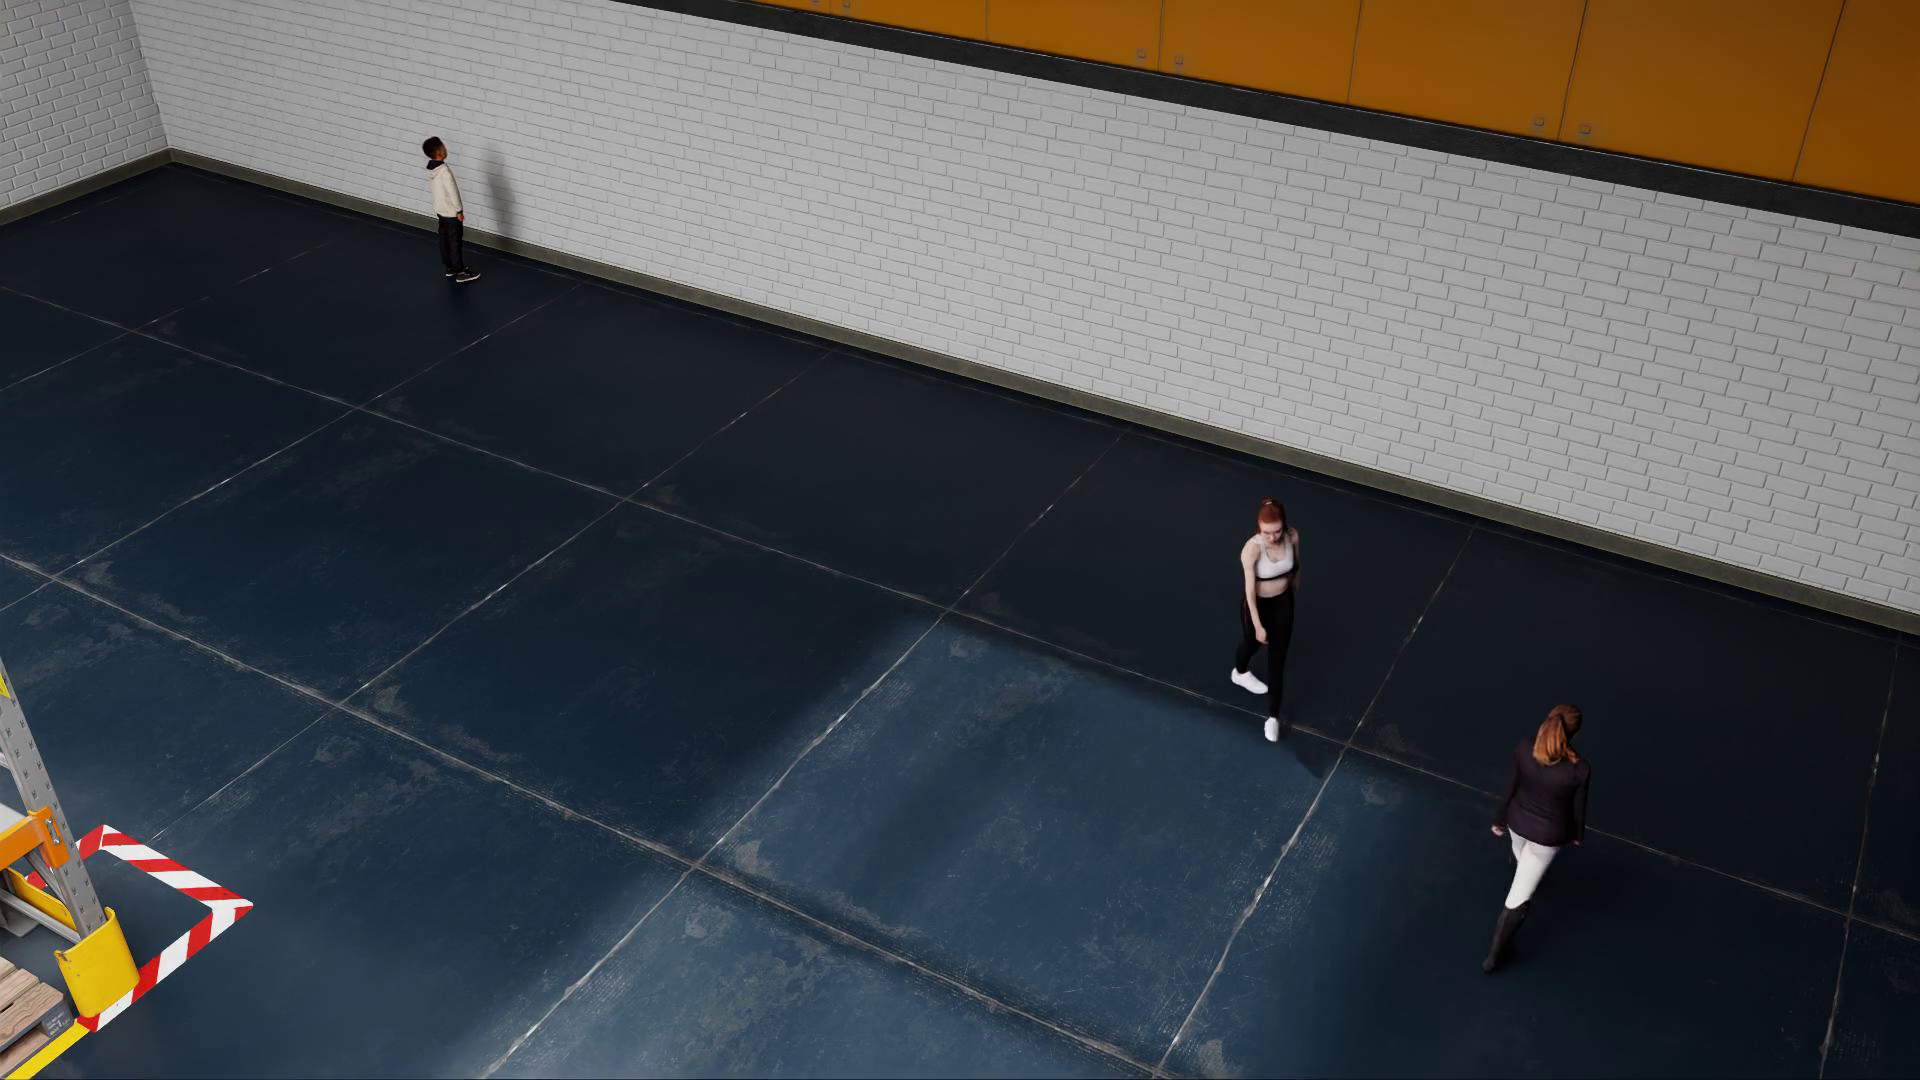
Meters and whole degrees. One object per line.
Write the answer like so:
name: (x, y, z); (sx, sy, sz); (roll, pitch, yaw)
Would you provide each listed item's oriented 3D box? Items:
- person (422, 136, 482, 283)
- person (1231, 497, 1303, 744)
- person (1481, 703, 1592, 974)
person: (-5.068, -3.272, 16.417); (0.614, 1.459, 0.634); (-28, 42, -35)
person: (1.943, 0.400, 10.678); (1.074, 1.697, 1.131); (-14, 36, -20)
person: (3.011, 1.620, 8.845); (0.736, 1.693, 1.136); (25, 41, 33)
